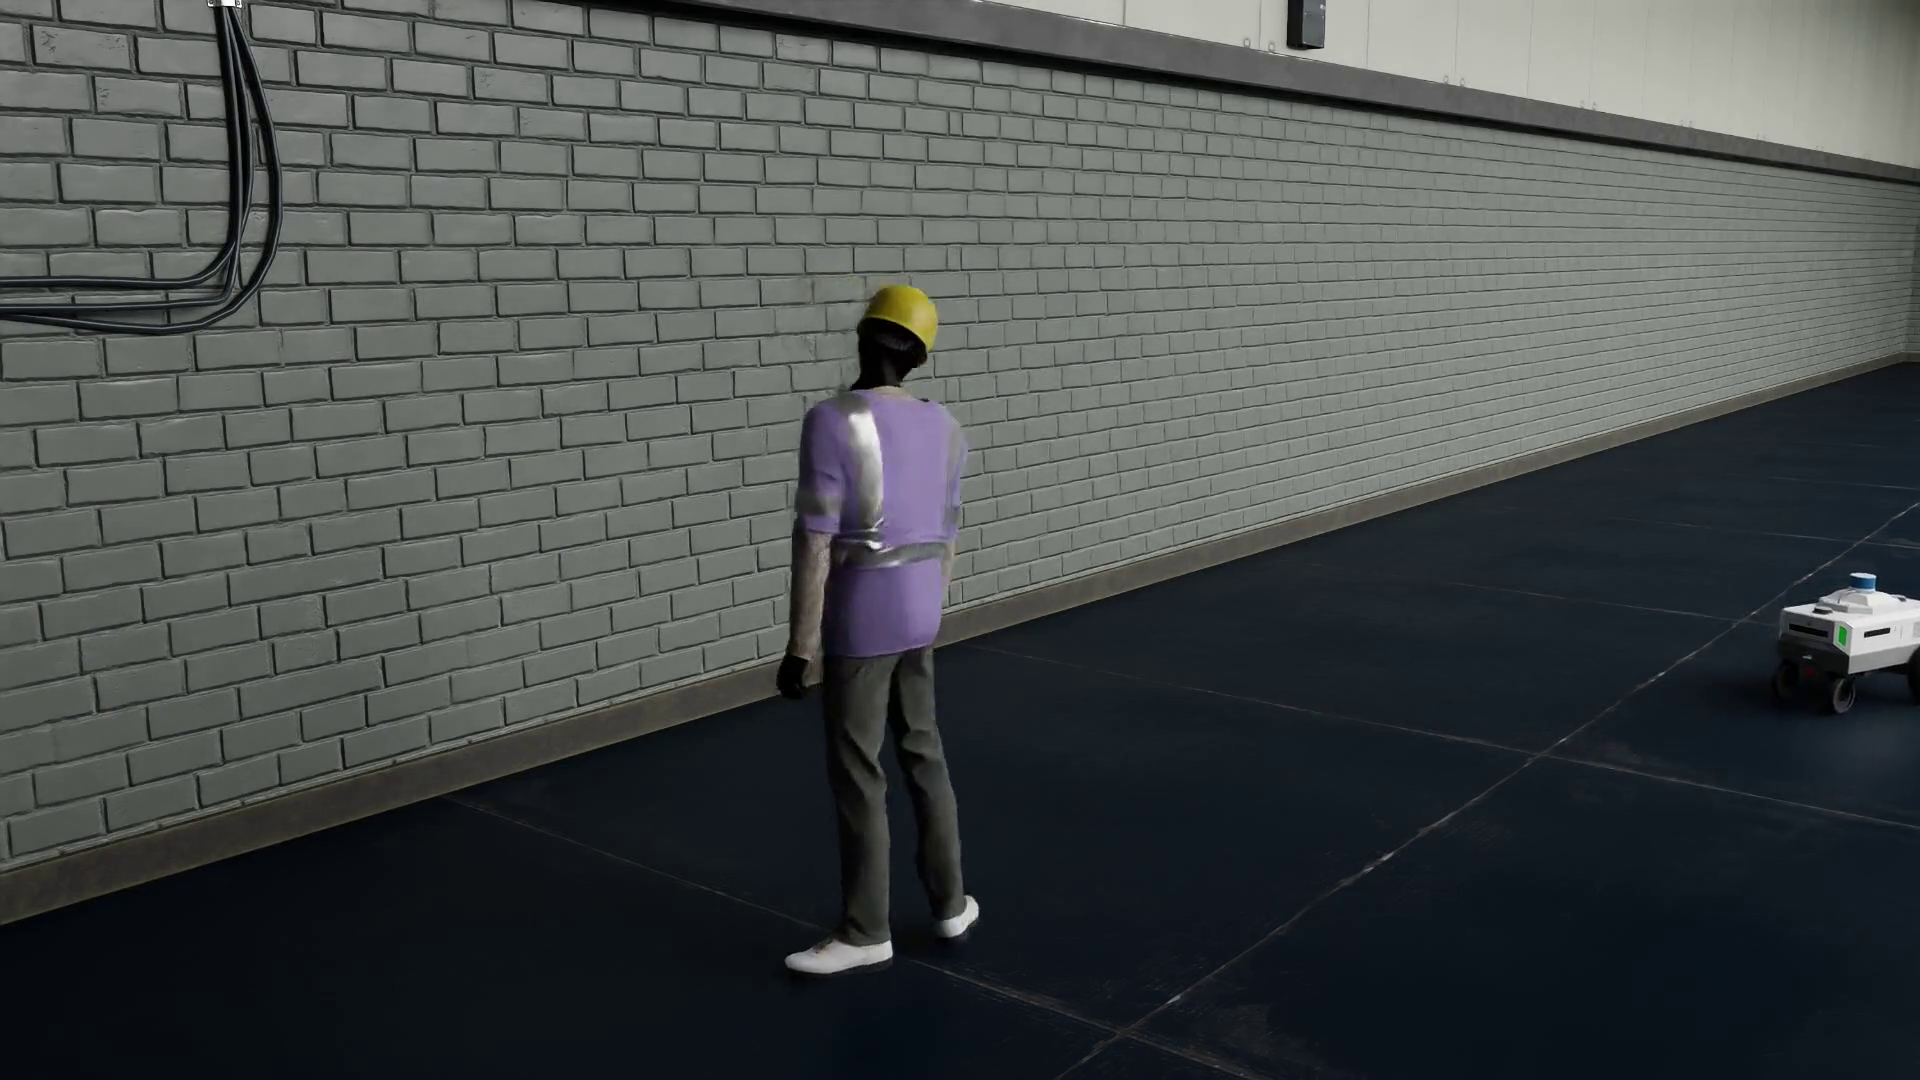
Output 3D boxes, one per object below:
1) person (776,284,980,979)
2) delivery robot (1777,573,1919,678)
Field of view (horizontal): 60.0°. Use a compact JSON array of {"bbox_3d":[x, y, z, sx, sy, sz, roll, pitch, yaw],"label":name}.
[{"bbox_3d":[-0.210,0.254,4.576,0.384,1.879,0.689,8,13,36],"label":"person"},{"bbox_3d":[3.958,0.389,7.331,0.707,0.478,0.477,-5,12,-28],"label":"delivery robot"}]
